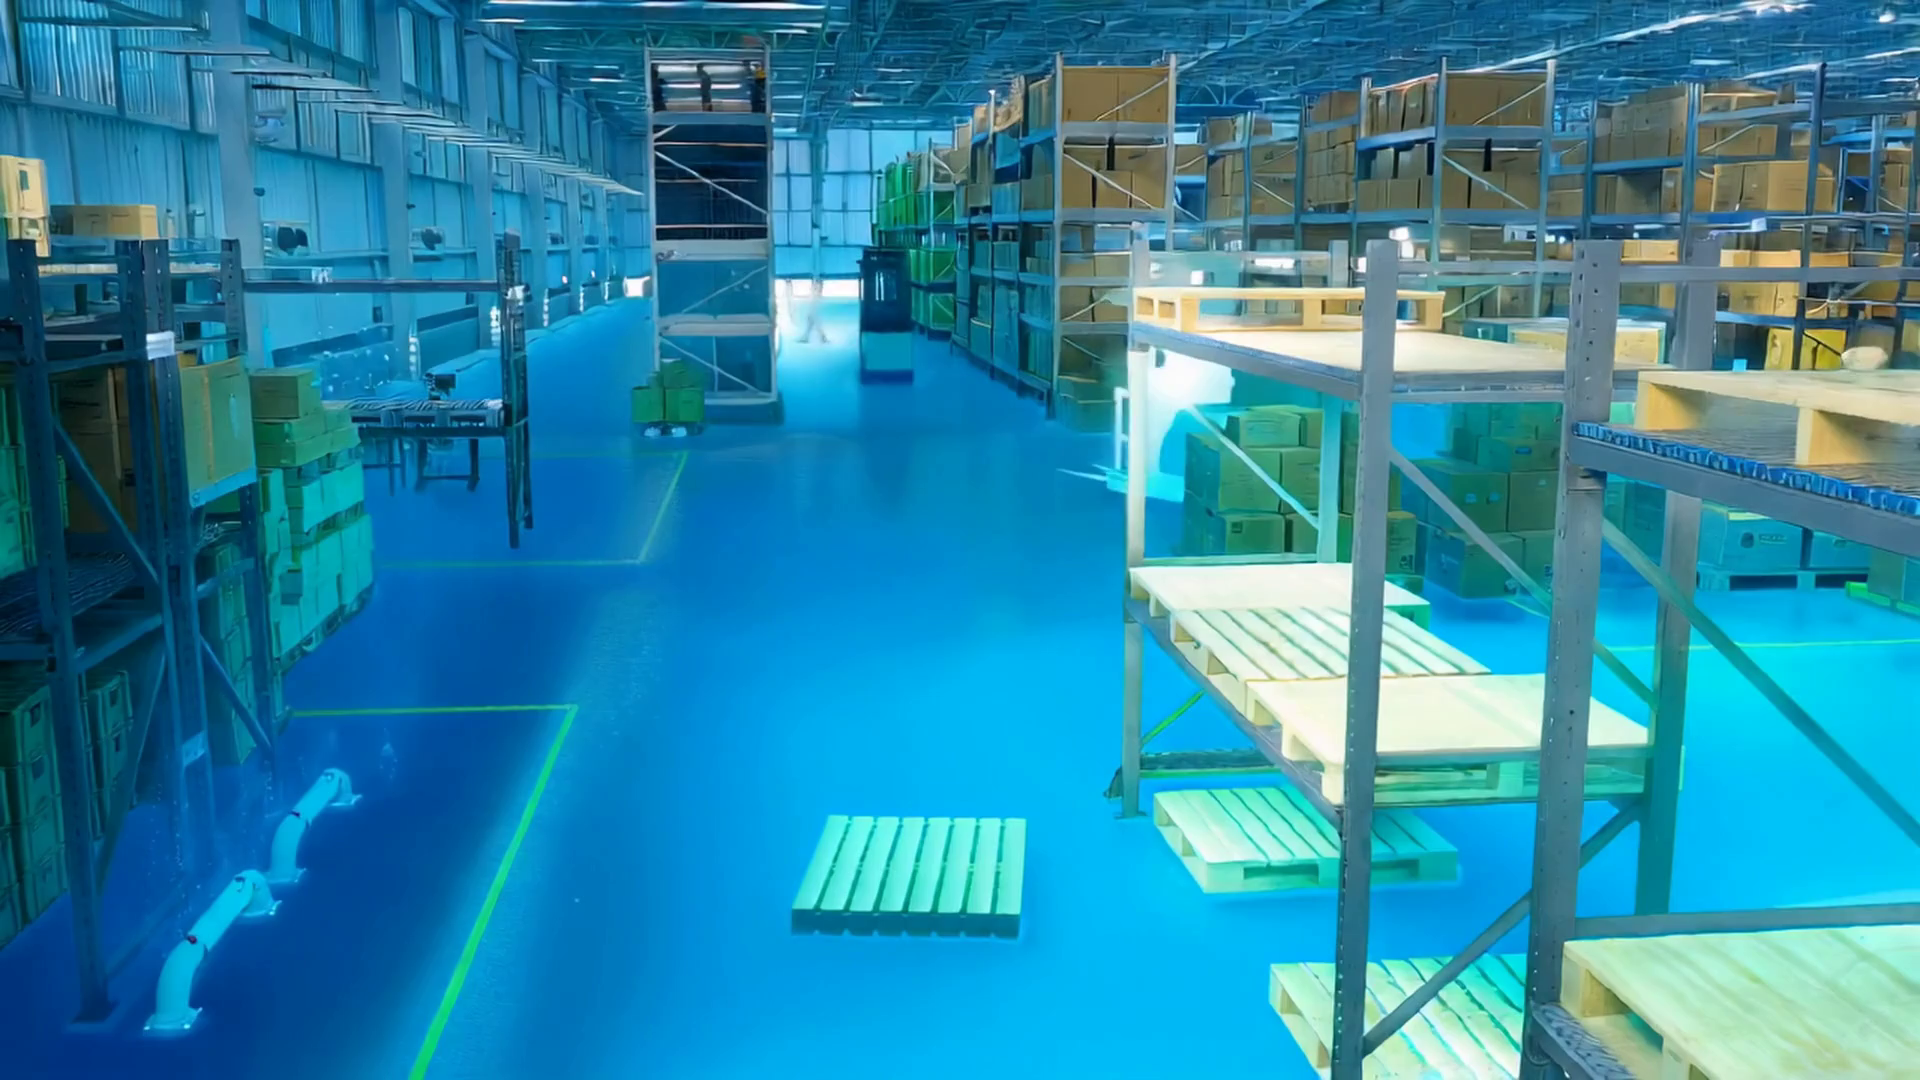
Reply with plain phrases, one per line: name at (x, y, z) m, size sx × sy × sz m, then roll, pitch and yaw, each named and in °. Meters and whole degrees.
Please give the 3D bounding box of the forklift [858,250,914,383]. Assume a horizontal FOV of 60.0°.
forklift at (-1.585, -4.796, 35.508) m, size 1.129 × 2.768 × 1.873 m, roll -1°, pitch 10°, yaw -6°

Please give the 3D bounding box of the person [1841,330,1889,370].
person at (12.484, -2.018, 23.114) m, size 0.623 × 1.794 × 0.945 m, roll 2°, pitch 10°, yaw 12°

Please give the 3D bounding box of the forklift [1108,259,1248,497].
forklift at (2.819, -1.917, 19.557) m, size 1.129 × 2.768 × 1.873 m, roll -8°, pitch 13°, yaw -39°

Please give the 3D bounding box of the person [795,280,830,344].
person at (-4.300, -6.660, 48.693) m, size 1.010 × 1.853 × 0.646 m, roll -1°, pitch 10°, yaw -8°

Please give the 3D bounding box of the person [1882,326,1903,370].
person at (17.776, -3.538, 31.942) m, size 0.540 × 1.648 × 0.869 m, roll 0°, pitch 10°, yaw 0°

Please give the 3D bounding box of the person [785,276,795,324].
person at (-6.193, -8.738, 60.529) m, size 0.311 × 1.735 × 0.484 m, roll -3°, pitch 11°, yaw -15°

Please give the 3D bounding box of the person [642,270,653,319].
person at (-12.071, -9.524, 64.447) m, size 0.403 × 1.897 × 0.654 m, roll 8°, pitch 13°, yaw 39°

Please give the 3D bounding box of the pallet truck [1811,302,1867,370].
pallet truck at (15.846, -3.142, 28.793) m, size 1.885 × 1.965 × 0.823 m, roll 2°, pitch 10°, yaw 12°
